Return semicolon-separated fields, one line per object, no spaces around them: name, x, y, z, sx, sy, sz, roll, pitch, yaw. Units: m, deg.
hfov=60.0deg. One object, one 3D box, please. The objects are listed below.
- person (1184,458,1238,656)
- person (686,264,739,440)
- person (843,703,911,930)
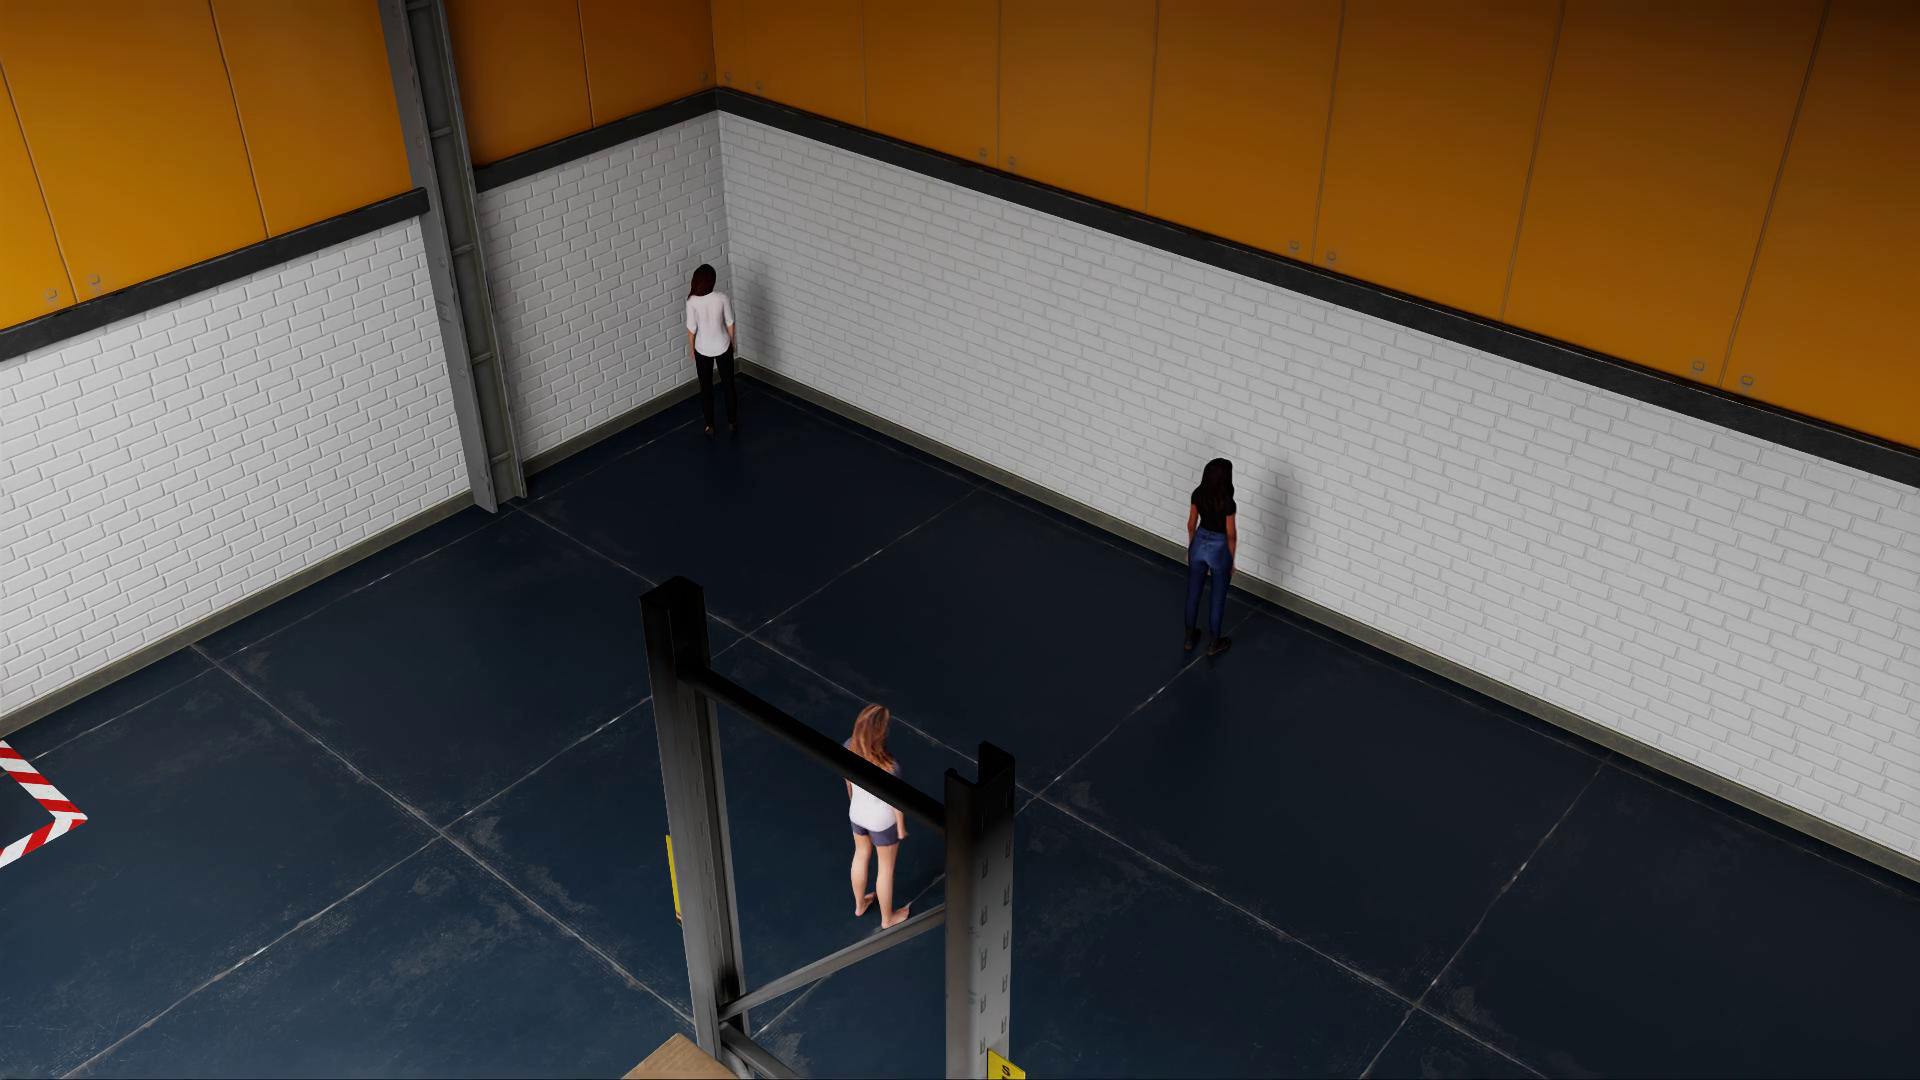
person;1.957;0.131;13.025;0.585;1.739;0.557;21;39;28
person;-2.352;-1.793;15.869;0.642;1.795;0.746;-9;35;-13
person;-0.548;1.757;10.586;0.597;1.730;0.540;22;40;30
